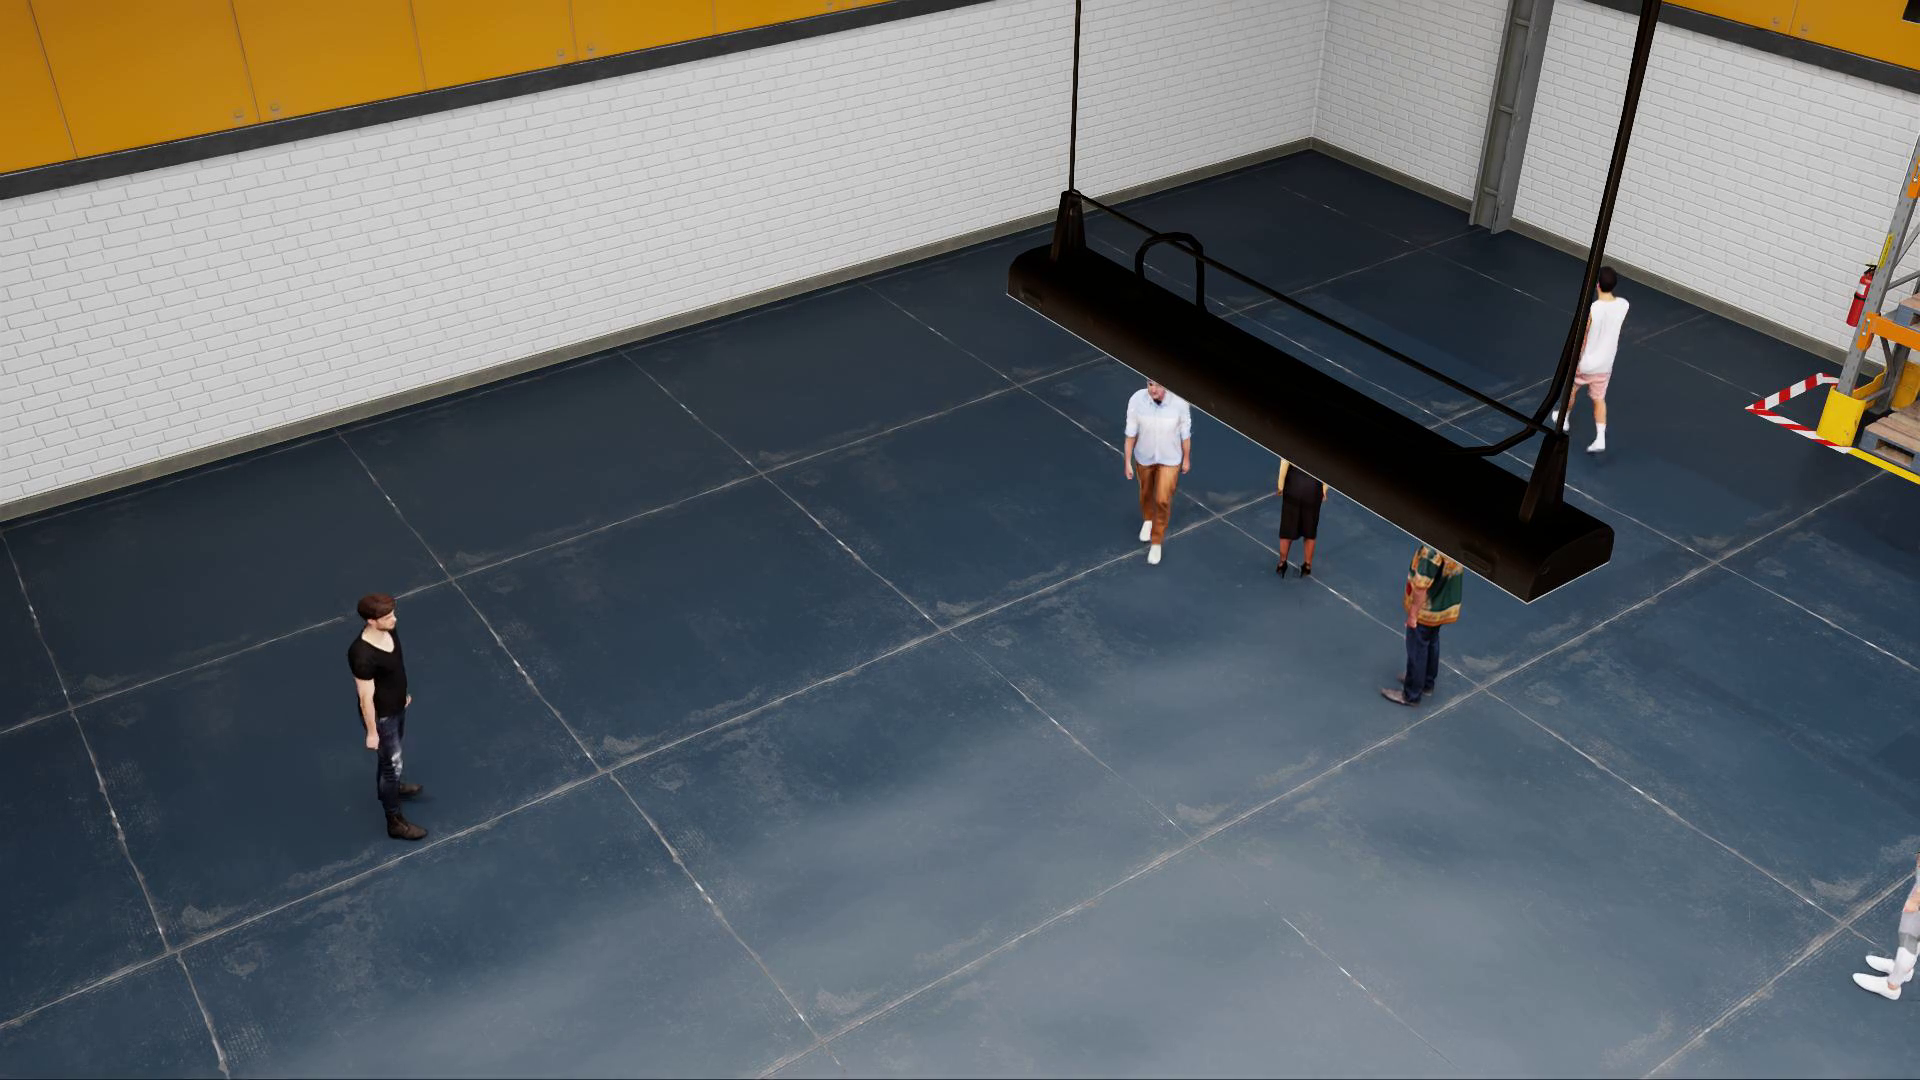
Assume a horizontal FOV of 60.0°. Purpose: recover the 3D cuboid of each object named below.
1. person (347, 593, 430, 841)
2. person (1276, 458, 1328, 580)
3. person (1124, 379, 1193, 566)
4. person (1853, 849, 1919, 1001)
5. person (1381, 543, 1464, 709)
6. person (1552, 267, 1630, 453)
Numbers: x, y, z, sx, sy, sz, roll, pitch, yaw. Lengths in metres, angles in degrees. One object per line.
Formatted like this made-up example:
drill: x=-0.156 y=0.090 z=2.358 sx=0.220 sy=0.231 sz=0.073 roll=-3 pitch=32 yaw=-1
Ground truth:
person: x=-3.906 y=1.123 z=11.206 sx=0.986 sy=1.878 sz=0.912 roll=-1 pitch=34 yaw=-1
person: x=2.819 y=-0.404 z=13.707 sx=0.657 sy=1.653 sz=0.718 roll=6 pitch=34 yaw=8
person: x=1.691 y=-0.747 z=14.097 sx=1.020 sy=1.792 sz=1.061 roll=9 pitch=35 yaw=13
person: x=5.829 y=2.064 z=9.946 sx=0.638 sy=1.706 sz=0.634 roll=22 pitch=40 yaw=30
person: x=3.488 y=0.447 z=12.289 sx=0.750 sy=1.806 sz=0.758 roll=24 pitch=41 yaw=32
person: x=5.944 y=-1.640 z=15.471 sx=0.997 sy=1.760 sz=1.219 roll=-3 pitch=34 yaw=-4
